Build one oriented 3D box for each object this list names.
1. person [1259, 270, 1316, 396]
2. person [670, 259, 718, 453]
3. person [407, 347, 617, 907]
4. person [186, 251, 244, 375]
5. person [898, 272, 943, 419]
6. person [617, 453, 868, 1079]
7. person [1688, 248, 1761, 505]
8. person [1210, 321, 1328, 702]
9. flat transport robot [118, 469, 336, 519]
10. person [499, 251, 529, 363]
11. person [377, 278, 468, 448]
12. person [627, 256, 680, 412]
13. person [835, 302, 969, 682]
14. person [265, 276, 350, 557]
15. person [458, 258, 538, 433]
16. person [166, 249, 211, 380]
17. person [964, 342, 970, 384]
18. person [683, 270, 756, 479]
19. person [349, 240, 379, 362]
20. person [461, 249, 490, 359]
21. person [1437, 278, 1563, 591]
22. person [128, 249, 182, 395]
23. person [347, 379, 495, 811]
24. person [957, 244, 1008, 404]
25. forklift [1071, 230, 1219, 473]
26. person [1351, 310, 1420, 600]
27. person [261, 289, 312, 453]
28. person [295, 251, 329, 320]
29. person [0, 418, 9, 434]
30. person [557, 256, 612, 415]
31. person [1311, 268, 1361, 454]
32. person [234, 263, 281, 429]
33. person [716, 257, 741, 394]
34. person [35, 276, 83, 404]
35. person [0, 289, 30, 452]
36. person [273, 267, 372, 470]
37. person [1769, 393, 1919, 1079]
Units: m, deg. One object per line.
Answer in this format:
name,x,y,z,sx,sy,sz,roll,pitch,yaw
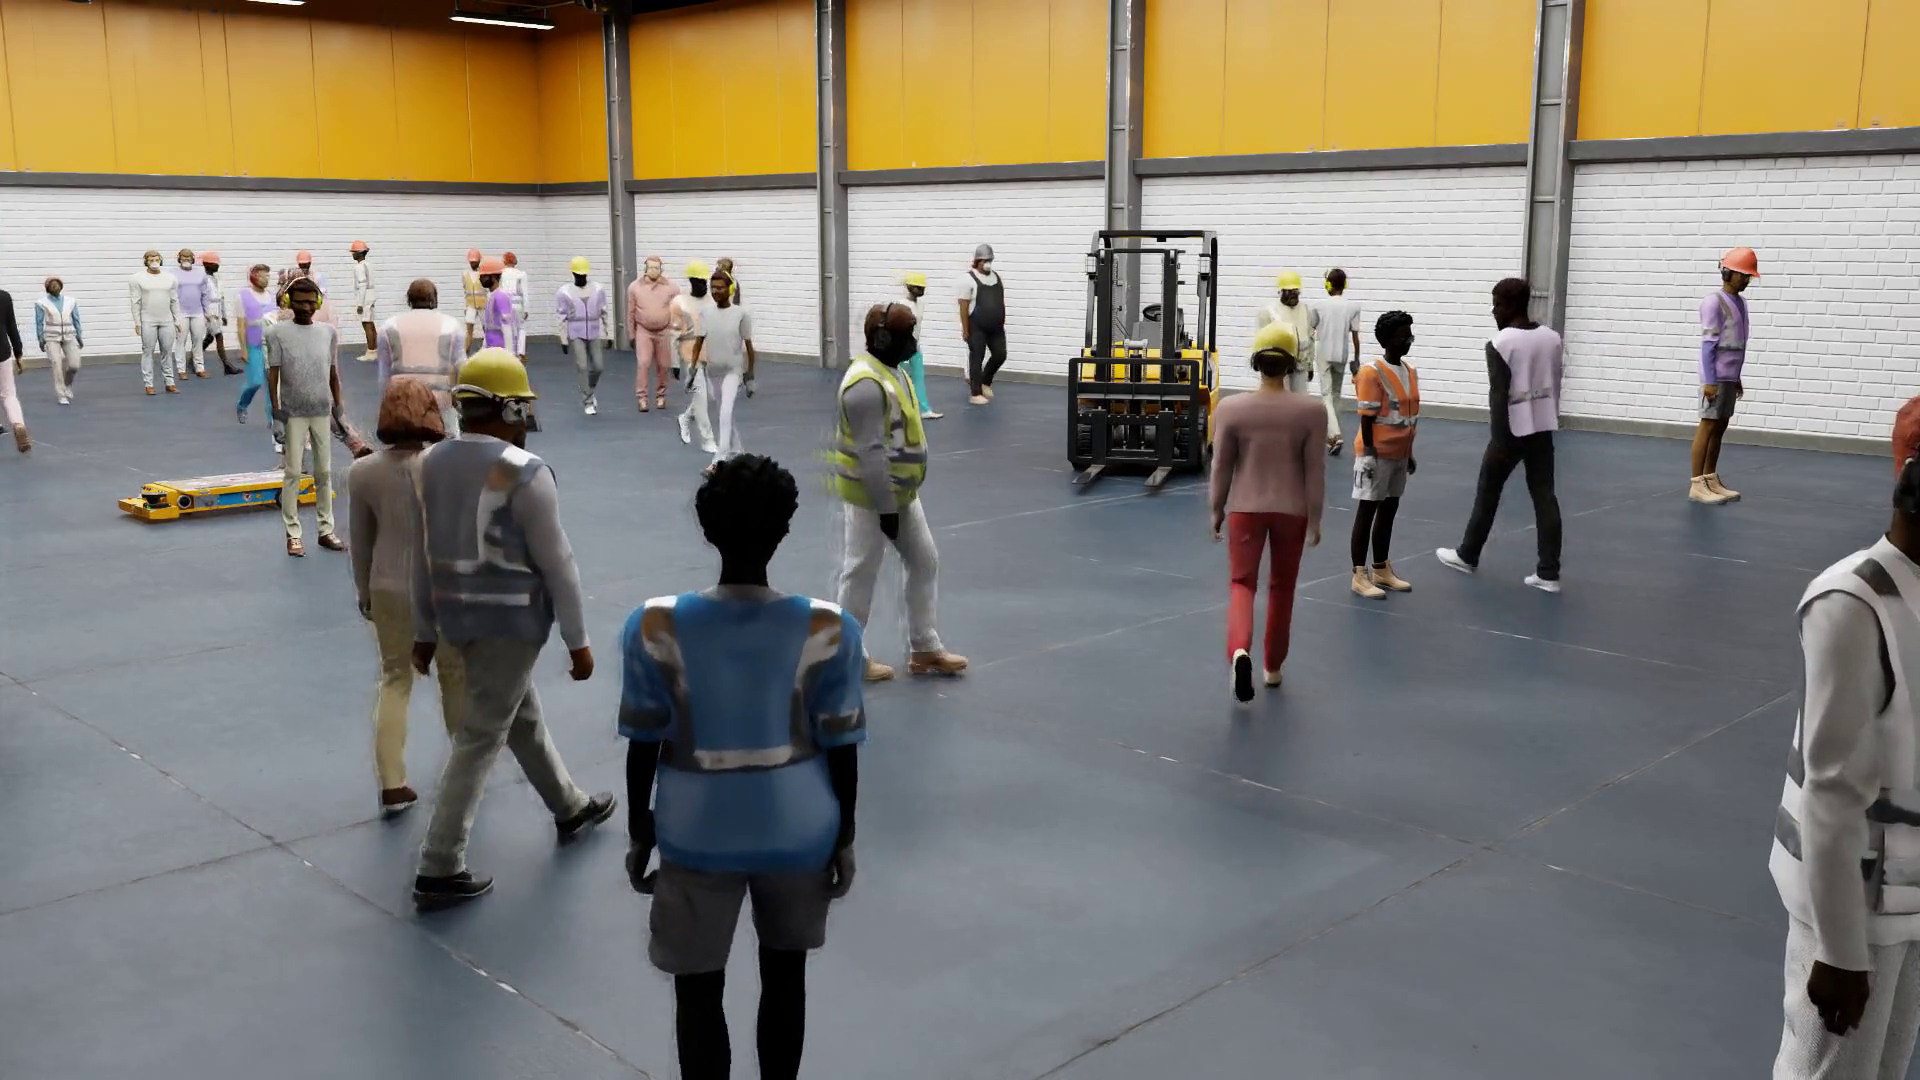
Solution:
person,3.154,-1.701,16.082,0.602,1.806,0.546,-3,11,-18
person,-2.609,-1.828,16.494,0.598,1.904,0.805,-9,14,-40
person,-1.502,0.258,5.493,0.616,1.769,0.983,7,12,32
person,-11.544,-3.480,25.534,0.969,1.903,0.554,2,11,9
person,-0.605,-2.244,19.310,0.762,1.708,0.544,7,13,34
person,-0.457,0.653,3.567,0.536,1.672,0.677,-1,10,-7
person,6.118,-1.306,13.288,0.605,2.033,0.399,-10,14,-42
person,1.408,-0.124,7.637,0.528,1.746,0.713,2,11,12
flat transport robot,-5.715,-0.372,13.004,1.431,0.197,0.652,-10,14,-44
person,-7.404,-3.827,27.497,0.577,1.863,0.443,-1,10,-4
person,-3.931,-1.011,12.255,0.667,1.822,0.435,-2,11,-10
person,-3.725,-2.514,20.316,0.663,1.885,0.628,-3,11,-15
person,-0.264,-0.205,7.861,0.762,1.815,0.661,2,11,13
person,-4.366,-0.829,11.152,0.518,1.865,0.330,-10,14,-42
person,-5.017,-2.064,17.812,0.978,1.882,0.572,-4,11,-20
person,-11.428,-3.340,24.656,0.627,1.933,0.373,-10,14,-42
person,0.252,-3.057,23.926,0.498,1.633,0.282,-10,14,-42
person,-2.102,-1.423,14.505,0.537,1.824,0.981,4,11,21
person,-10.103,-4.040,28.167,0.388,2.045,0.605,-1,10,-3
person,-8.156,-3.934,28.018,0.559,1.881,0.962,1,10,6
person,3.373,-0.662,10.214,0.631,1.862,0.985,-4,11,-23
person,-10.788,-2.920,22.347,0.627,1.941,0.373,-10,14,-42
person,-2.043,0.193,6.282,0.521,1.603,0.703,1,10,5
person,0.316,-2.737,21.070,0.694,2.000,0.543,-7,13,-35
forklift,1.804,-1.825,15.677,1.214,2.155,2.313,2,11,13
person,2.524,-0.508,9.847,0.530,1.697,0.321,-10,14,-42
person,-6.623,-1.684,16.426,0.513,1.639,0.313,-10,14,-42
person,-10.050,-3.504,25.673,0.548,1.882,0.992,-5,11,-24
person,-10.731,-2.100,17.999,0.980,1.926,0.623,7,13,34
person,-4.502,-2.449,19.911,0.646,1.886,0.656,-5,12,-26
person,3.683,-1.774,16.417,0.516,1.821,0.957,-1,10,-5
person,-7.704,-2.124,18.292,0.605,1.832,0.578,7,12,33
person,-3.142,-2.856,22.276,0.423,1.834,0.538,5,12,25
person,-11.416,-2.531,21.068,0.416,1.623,0.530,10,14,43
person,-9.288,-1.747,15.907,0.638,1.960,0.768,-9,14,-41
person,-5.713,-1.476,14.685,0.920,1.871,0.646,2,11,9
person,1.660,0.656,2.989,0.573,1.886,0.356,-10,14,-42
